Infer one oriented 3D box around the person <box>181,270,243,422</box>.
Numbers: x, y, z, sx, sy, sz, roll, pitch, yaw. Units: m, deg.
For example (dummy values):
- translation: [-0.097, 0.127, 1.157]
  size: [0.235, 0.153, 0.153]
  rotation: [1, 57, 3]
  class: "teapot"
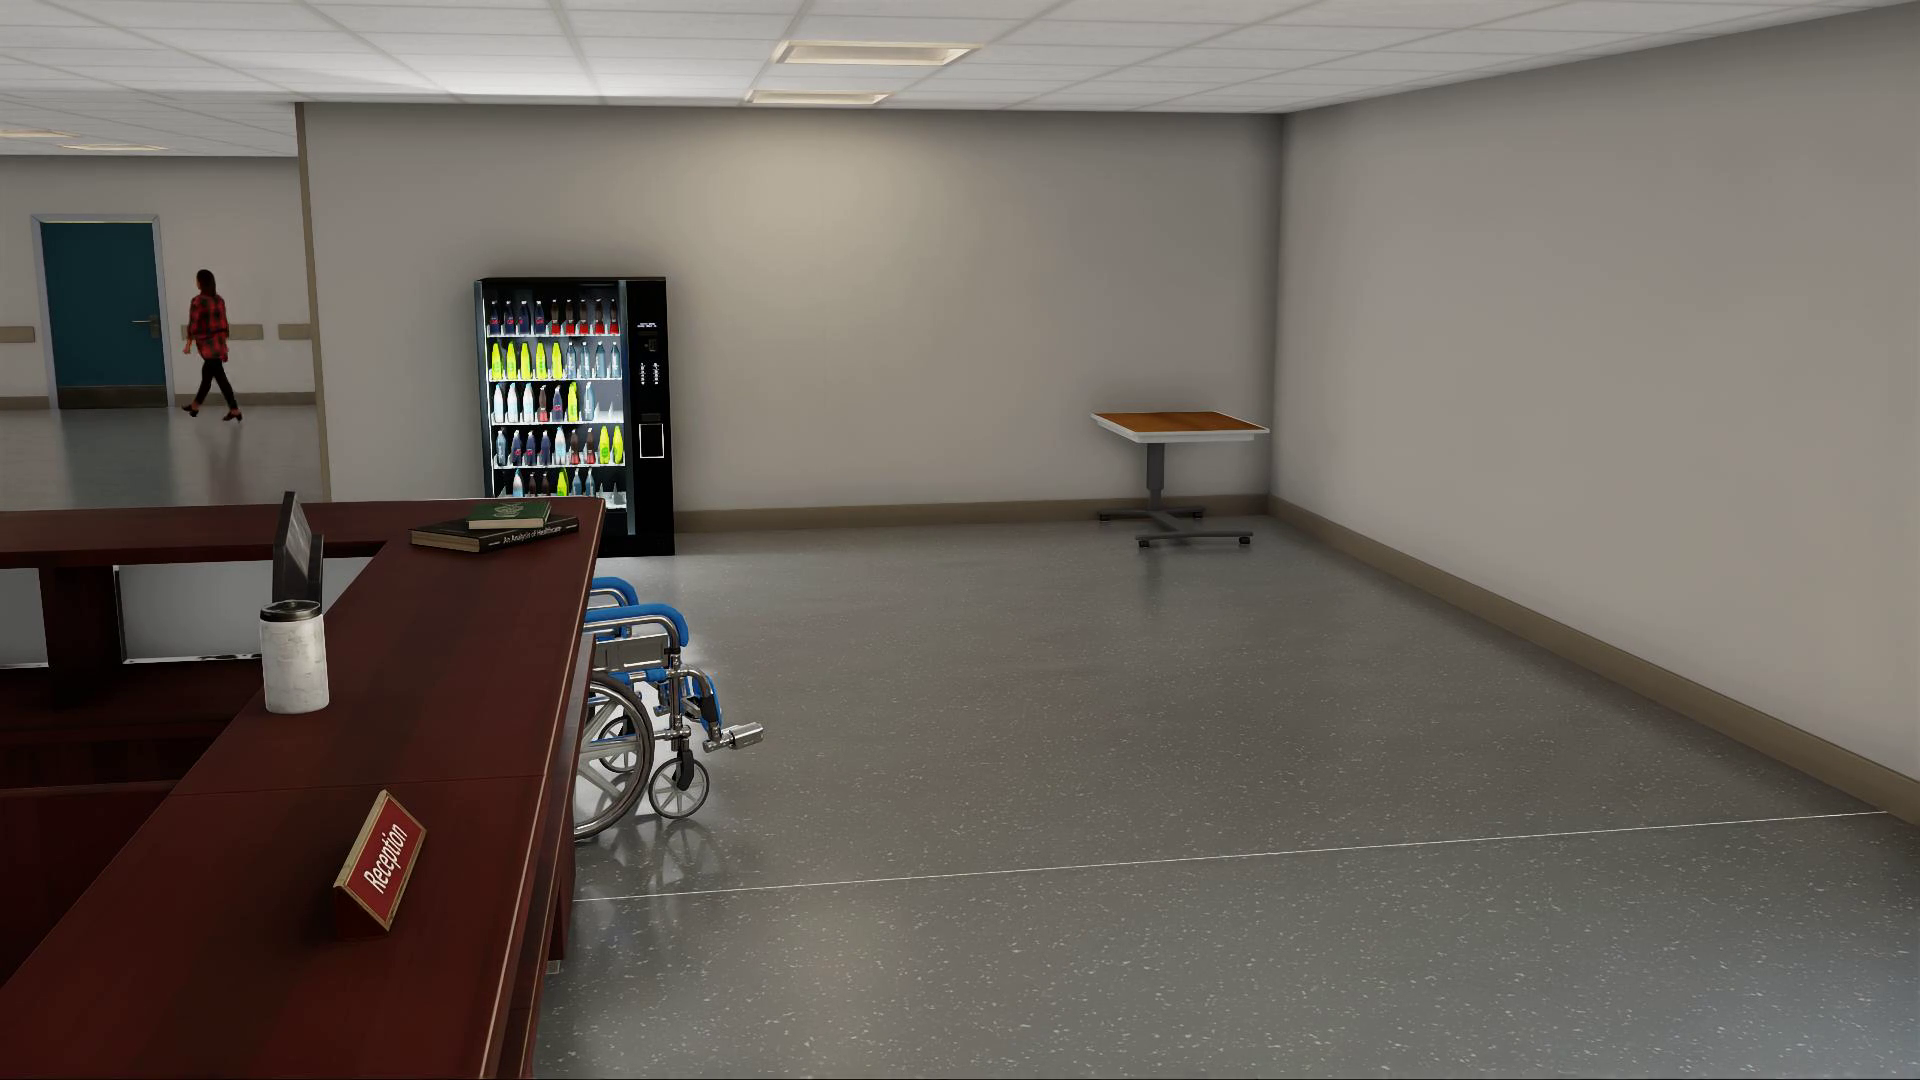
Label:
- translation: [-8.217, -2.113, 18.414]
  size: [1.150, 1.659, 0.916]
  rotation: [3, 11, 14]
  class: "person"
